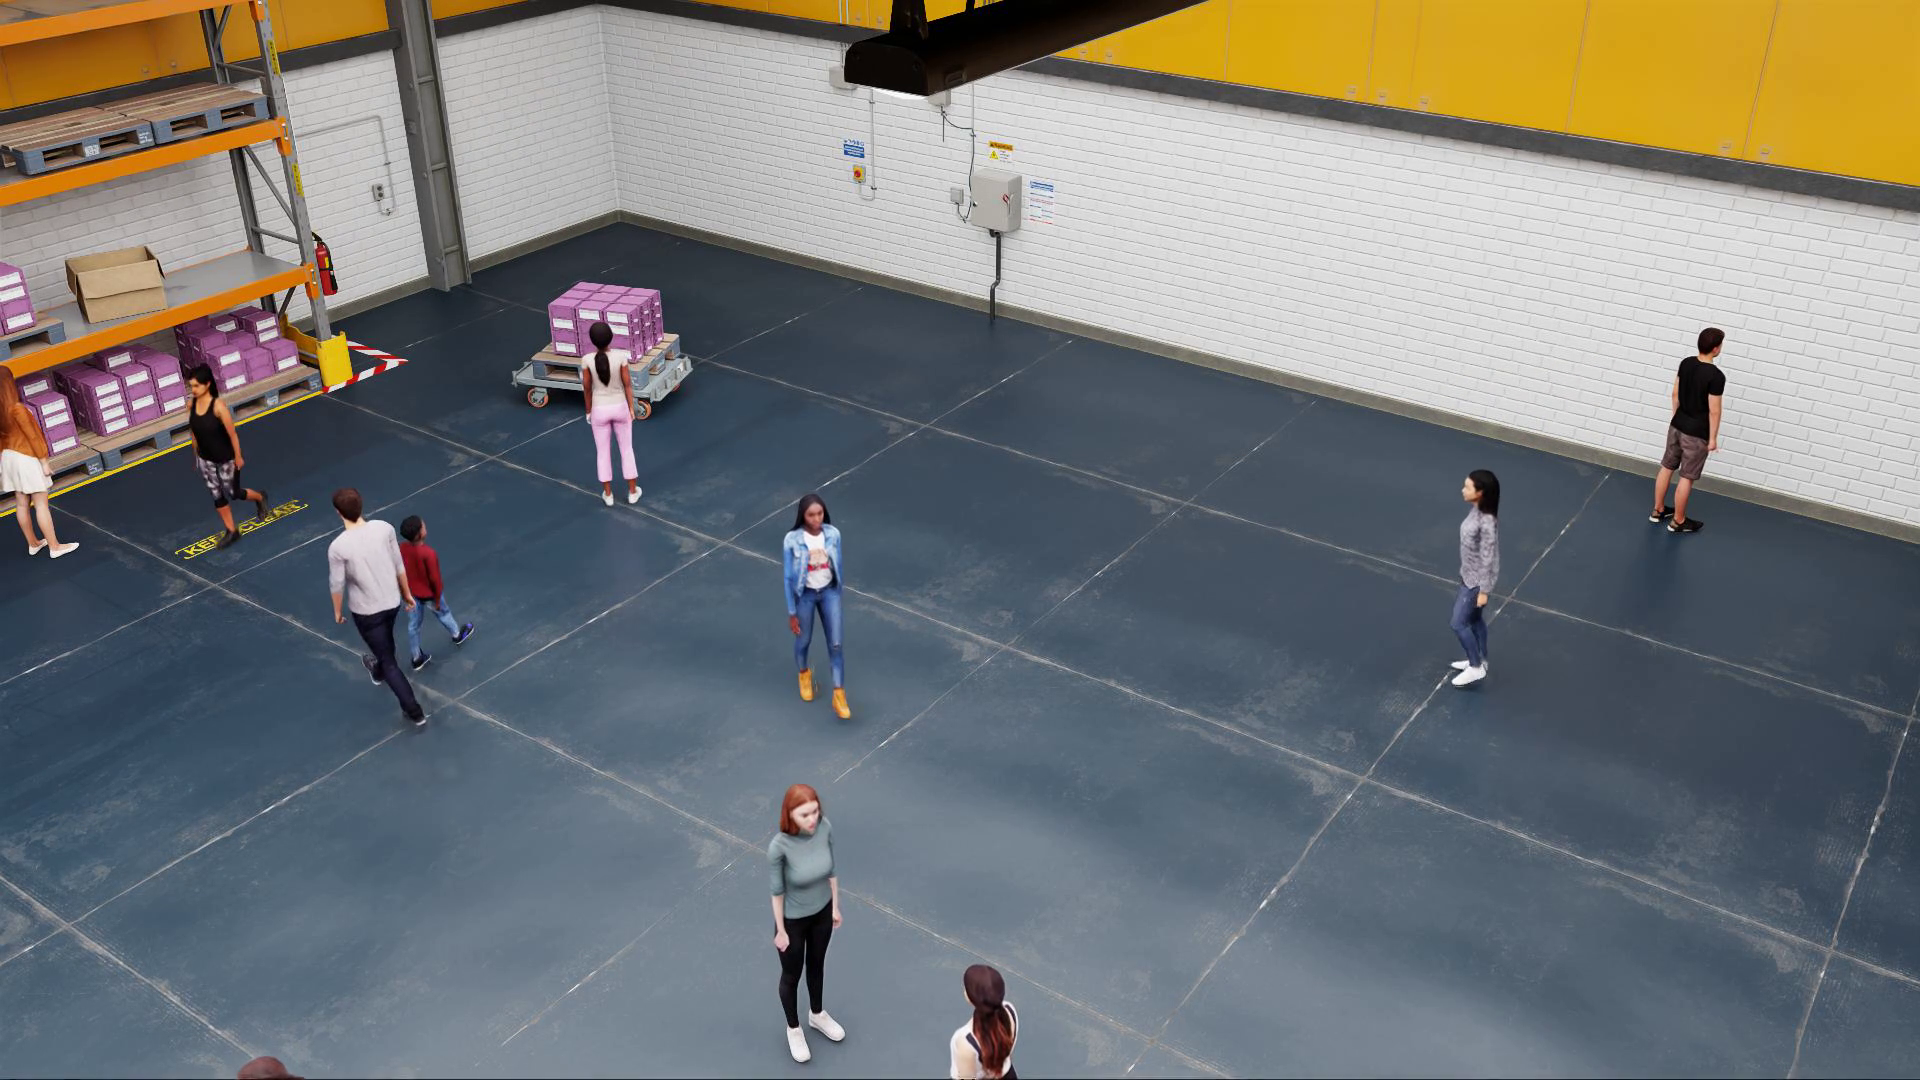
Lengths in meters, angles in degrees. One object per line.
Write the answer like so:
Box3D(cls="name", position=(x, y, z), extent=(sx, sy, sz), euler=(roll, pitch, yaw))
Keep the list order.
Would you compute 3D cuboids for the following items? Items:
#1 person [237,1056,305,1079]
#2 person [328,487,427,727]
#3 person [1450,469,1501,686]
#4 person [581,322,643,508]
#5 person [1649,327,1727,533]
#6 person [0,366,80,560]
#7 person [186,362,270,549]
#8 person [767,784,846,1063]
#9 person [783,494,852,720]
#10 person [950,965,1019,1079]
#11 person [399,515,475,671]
Box3D(cls="person", position=(-3.020, 2.935, 7.602), extent=(0.647, 1.557, 0.627), euler=(-16, 32, -26))
Box3D(cls="person", position=(-4.096, 0.519, 11.793), extent=(0.841, 1.787, 1.154), euler=(24, 37, 37))
Box3D(cls="person", position=(3.866, 0.282, 12.303), extent=(0.820, 1.713, 0.738), euler=(2, 29, 4))
Box3D(cls="person", position=(-3.131, -1.136, 14.873), extent=(0.650, 1.741, 0.714), euler=(-5, 29, -10))
Box3D(cls="person", position=(6.341, -0.972, 14.448), extent=(0.782, 1.861, 0.774), euler=(-11, 31, -20))
Box3D(cls="person", position=(-7.902, -0.656, 14.013), extent=(0.676, 1.723, 0.664), euler=(8, 30, 15))
Box3D(cls="person", position=(-6.308, -0.762, 14.278), extent=(0.721, 1.656, 0.907), euler=(10, 30, 17))
Box3D(cls="person", position=(-0.843, 2.050, 9.031), extent=(0.570, 1.744, 0.696), euler=(-21, 35, -33))
Box3D(cls="person", position=(-1.081, 0.424, 12.054), extent=(0.925, 1.703, 0.939), euler=(-11, 30, -19))
Box3D(cls="person", position=(0.133, 2.696, 7.949), extent=(0.598, 1.646, 0.462), euler=(20, 34, 32))
Box3D(cls="person", position=(-4.093, 0.418, 12.563), extent=(0.645, 1.226, 0.891), euler=(10, 30, 17))
